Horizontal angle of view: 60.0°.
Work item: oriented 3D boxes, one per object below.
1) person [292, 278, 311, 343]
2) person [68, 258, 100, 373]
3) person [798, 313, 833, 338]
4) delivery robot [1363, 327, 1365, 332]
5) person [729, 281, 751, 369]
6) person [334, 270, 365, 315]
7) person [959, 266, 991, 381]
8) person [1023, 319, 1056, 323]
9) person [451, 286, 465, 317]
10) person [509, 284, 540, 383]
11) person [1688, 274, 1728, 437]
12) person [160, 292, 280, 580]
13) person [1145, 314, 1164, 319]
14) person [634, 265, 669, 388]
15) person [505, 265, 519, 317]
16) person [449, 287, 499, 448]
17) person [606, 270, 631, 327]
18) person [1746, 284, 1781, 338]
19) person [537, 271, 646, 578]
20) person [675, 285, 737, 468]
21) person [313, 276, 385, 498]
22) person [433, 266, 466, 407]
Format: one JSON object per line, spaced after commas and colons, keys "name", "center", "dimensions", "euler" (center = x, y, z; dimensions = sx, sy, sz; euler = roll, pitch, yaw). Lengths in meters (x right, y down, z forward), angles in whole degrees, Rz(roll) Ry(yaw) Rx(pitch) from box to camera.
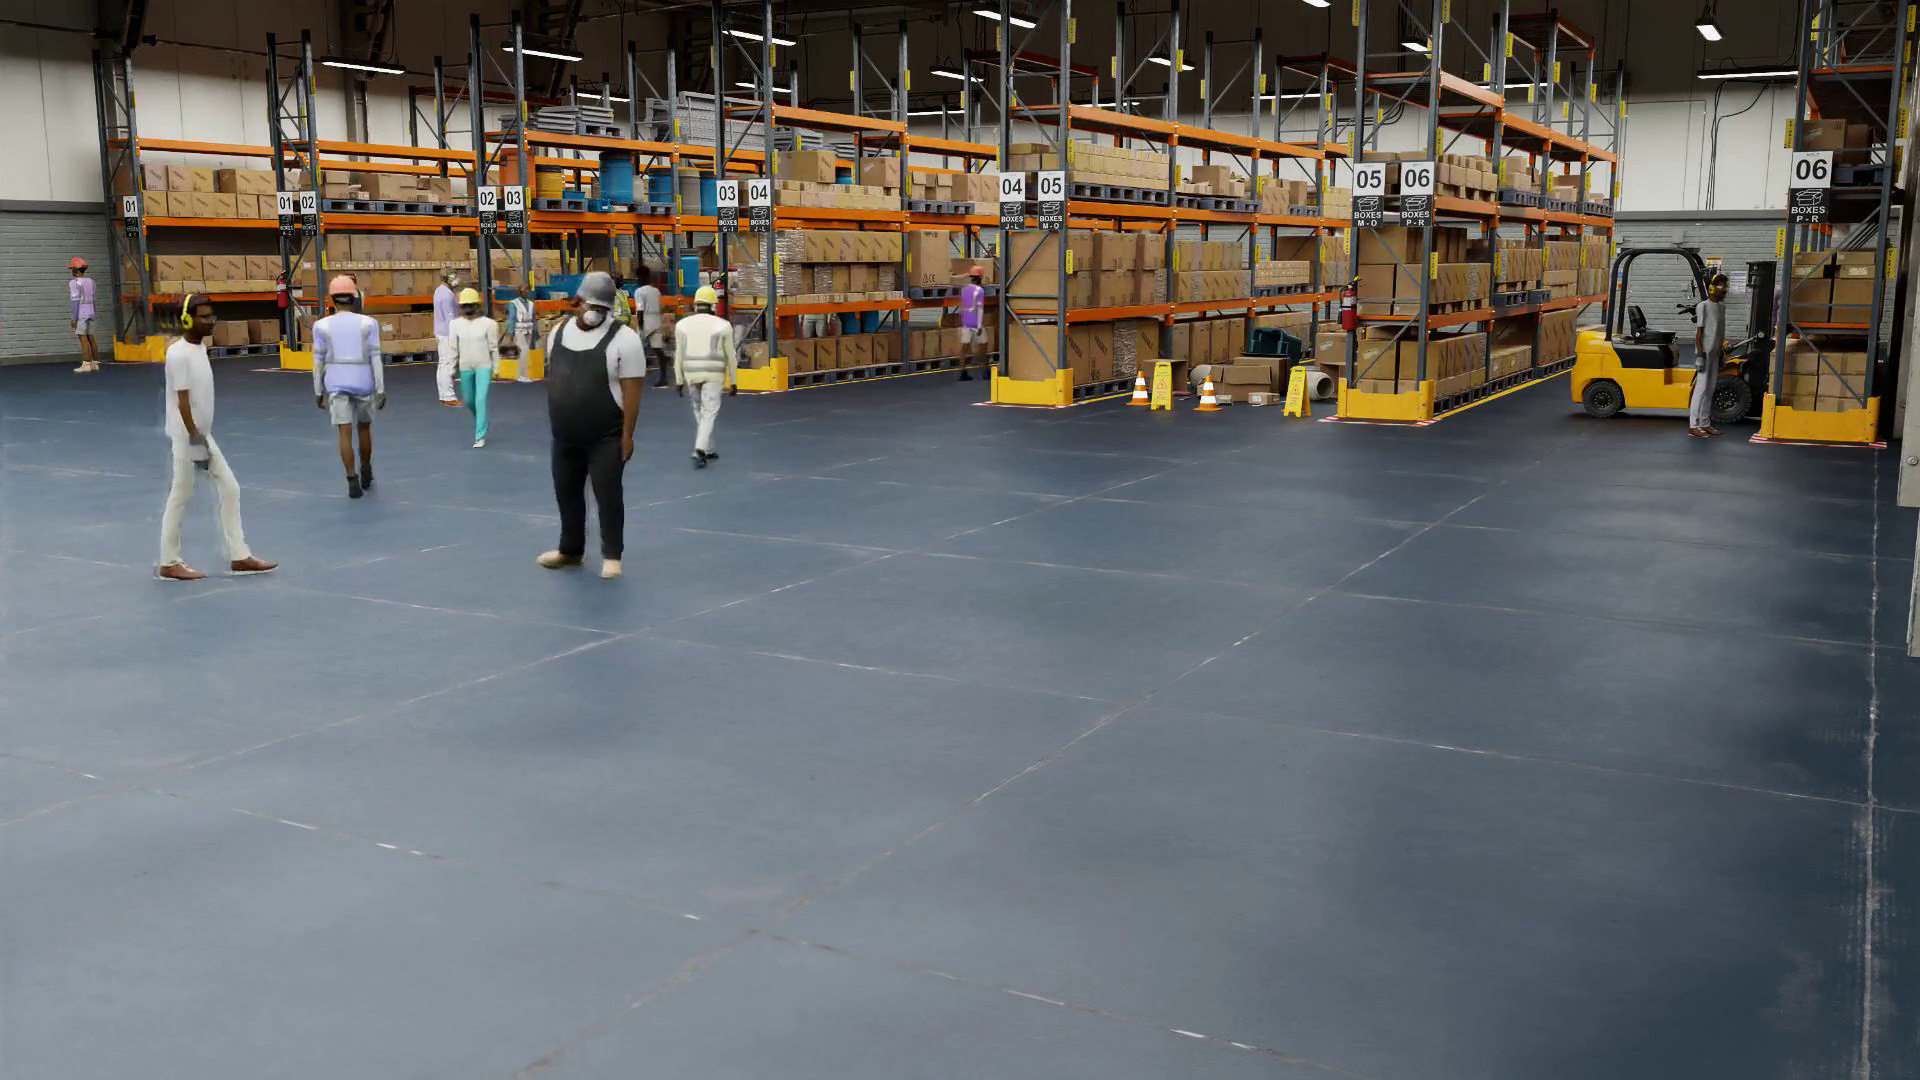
{"name": "person", "center": [-13.698, -4.616, 34.486], "dimensions": [0.493, 1.624, 0.280], "euler": [-1, 10, -5]}
{"name": "person", "center": [-15.674, -4.006, 29.690], "dimensions": [0.378, 2.044, 0.608], "euler": [1, 10, 5]}
{"name": "person", "center": [-2.565, -3.913, 29.486], "dimensions": [0.629, 1.931, 0.375], "euler": [0, 10, -1]}
{"name": "delivery robot", "center": [9.181, -4.654, 37.557], "dimensions": [0.707, 0.478, 0.477], "euler": [-2, 10, -10]}
{"name": "person", "center": [-4.012, -3.919, 30.405], "dimensions": [0.502, 1.617, 0.620], "euler": [9, 13, 43]}
{"name": "person", "center": [-9.736, -3.383, 26.620], "dimensions": [0.345, 1.846, 0.508], "euler": [9, 13, 42]}
{"name": "person", "center": [0.298, -3.616, 27.808], "dimensions": [0.562, 1.893, 0.928], "euler": [9, 13, 41]}
{"name": "person", "center": [1.284, -3.546, 27.032], "dimensions": [0.606, 2.035, 0.403], "euler": [5, 11, 29]}
{"name": "person", "center": [-9.462, -4.166, 31.642], "dimensions": [0.880, 1.709, 0.532], "euler": [-8, 13, -40]}
{"name": "person", "center": [-7.049, -3.353, 27.075], "dimensions": [0.639, 1.613, 0.535], "euler": [5, 11, 27]}
{"name": "person", "center": [8.658, -2.121, 19.169], "dimensions": [0.532, 1.867, 0.321], "euler": [-7, 12, -36]}
{"name": "person", "center": [-4.787, -0.647, 10.619], "dimensions": [0.833, 1.835, 0.546], "euler": [-1, 10, -3]}
{"name": "person", "center": [3.992, -4.564, 33.846], "dimensions": [0.499, 1.732, 0.439], "euler": [6, 11, 30]}
{"name": "person", "center": [-4.997, -3.350, 26.212], "dimensions": [0.986, 1.918, 0.621], "euler": [6, 11, 32]}
{"name": "person", "center": [-9.799, -5.119, 36.670], "dimensions": [0.584, 1.882, 0.349], "euler": [5, 11, 28]}
{"name": "person", "center": [-5.304, -1.899, 18.254], "dimensions": [0.534, 1.744, 0.745], "euler": [0, 10, 1]}
{"name": "person", "center": [-5.575, -3.465, 27.112], "dimensions": [0.429, 1.843, 0.628], "euler": [2, 10, 9]}
{"name": "person", "center": [13.945, -3.793, 28.809], "dimensions": [0.585, 1.921, 0.392], "euler": [5, 11, 27]}
{"name": "person", "center": [-2.400, -0.761, 10.693], "dimensions": [0.779, 2.000, 0.569], "euler": [4, 10, 21]}
{"name": "person", "center": [-2.533, -1.619, 16.460], "dimensions": [0.605, 1.798, 0.894], "euler": [2, 10, 12]}
{"name": "person", "center": [-5.342, -1.344, 14.538], "dimensions": [0.567, 1.887, 0.970], "euler": [-3, 10, -19]}
{"name": "person", "center": [-7.052, -2.794, 22.903], "dimensions": [0.376, 1.937, 0.629], "euler": [-5, 11, -27]}
